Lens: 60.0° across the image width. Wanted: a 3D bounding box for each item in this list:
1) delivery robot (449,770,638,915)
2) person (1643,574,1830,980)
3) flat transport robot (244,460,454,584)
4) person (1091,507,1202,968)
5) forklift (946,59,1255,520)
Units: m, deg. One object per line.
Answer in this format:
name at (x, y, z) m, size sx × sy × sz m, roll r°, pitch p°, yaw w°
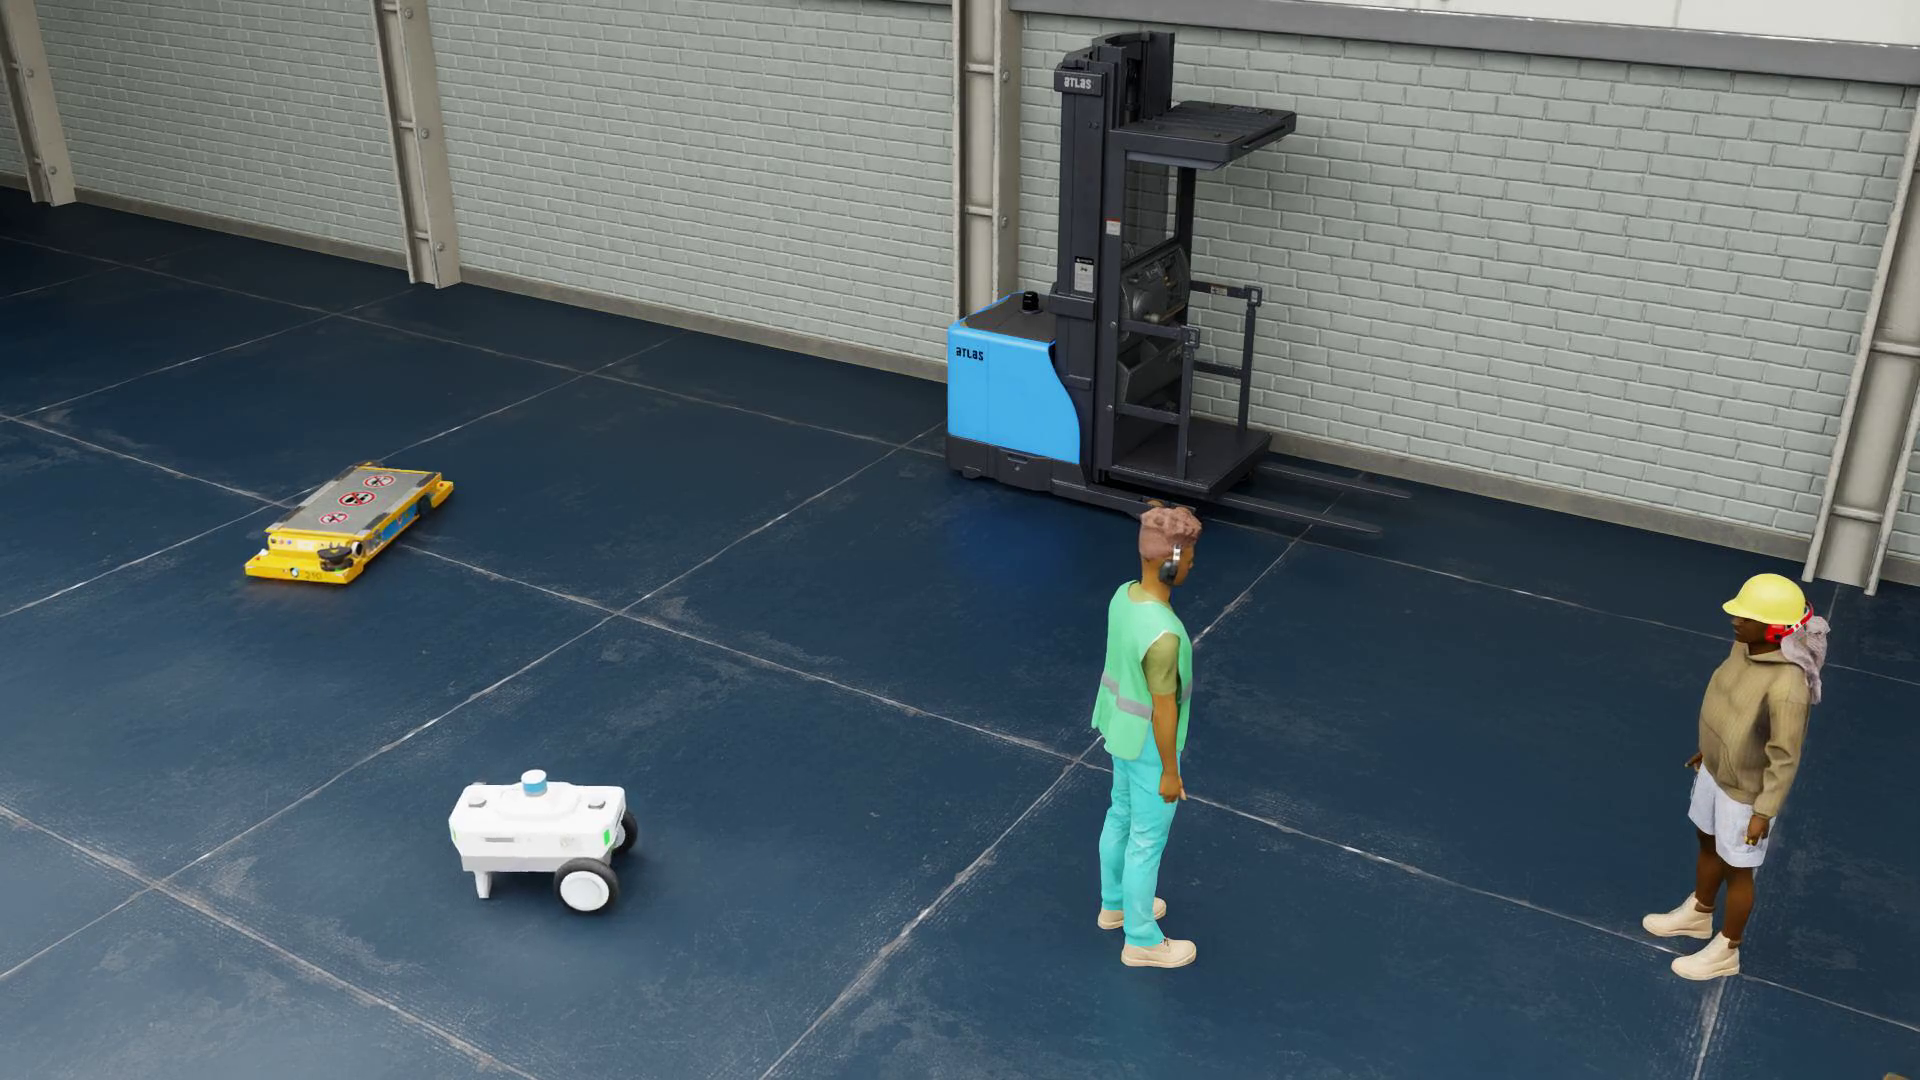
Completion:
delivery robot at (-1.789, 1.276, 7.235) m, size 0.774 × 0.603 × 0.523 m, roll 0°, pitch 25°, yaw 1°
person at (3.071, 0.933, 6.535) m, size 0.406 × 1.761 × 0.556 m, roll -1°, pitch 25°, yaw -1°
flat transport robot at (-3.837, -0.130, 10.534) m, size 0.659 × 0.231 × 1.431 m, roll 5°, pitch 26°, yaw 9°
person at (0.735, 0.790, 6.590) m, size 0.405 × 1.980 × 0.483 m, roll -7°, pitch 26°, yaw -14°
forklift at (0.933, -1.707, 10.833) m, size 1.873 × 2.768 × 1.129 m, roll 15°, pitch 29°, yaw 28°
